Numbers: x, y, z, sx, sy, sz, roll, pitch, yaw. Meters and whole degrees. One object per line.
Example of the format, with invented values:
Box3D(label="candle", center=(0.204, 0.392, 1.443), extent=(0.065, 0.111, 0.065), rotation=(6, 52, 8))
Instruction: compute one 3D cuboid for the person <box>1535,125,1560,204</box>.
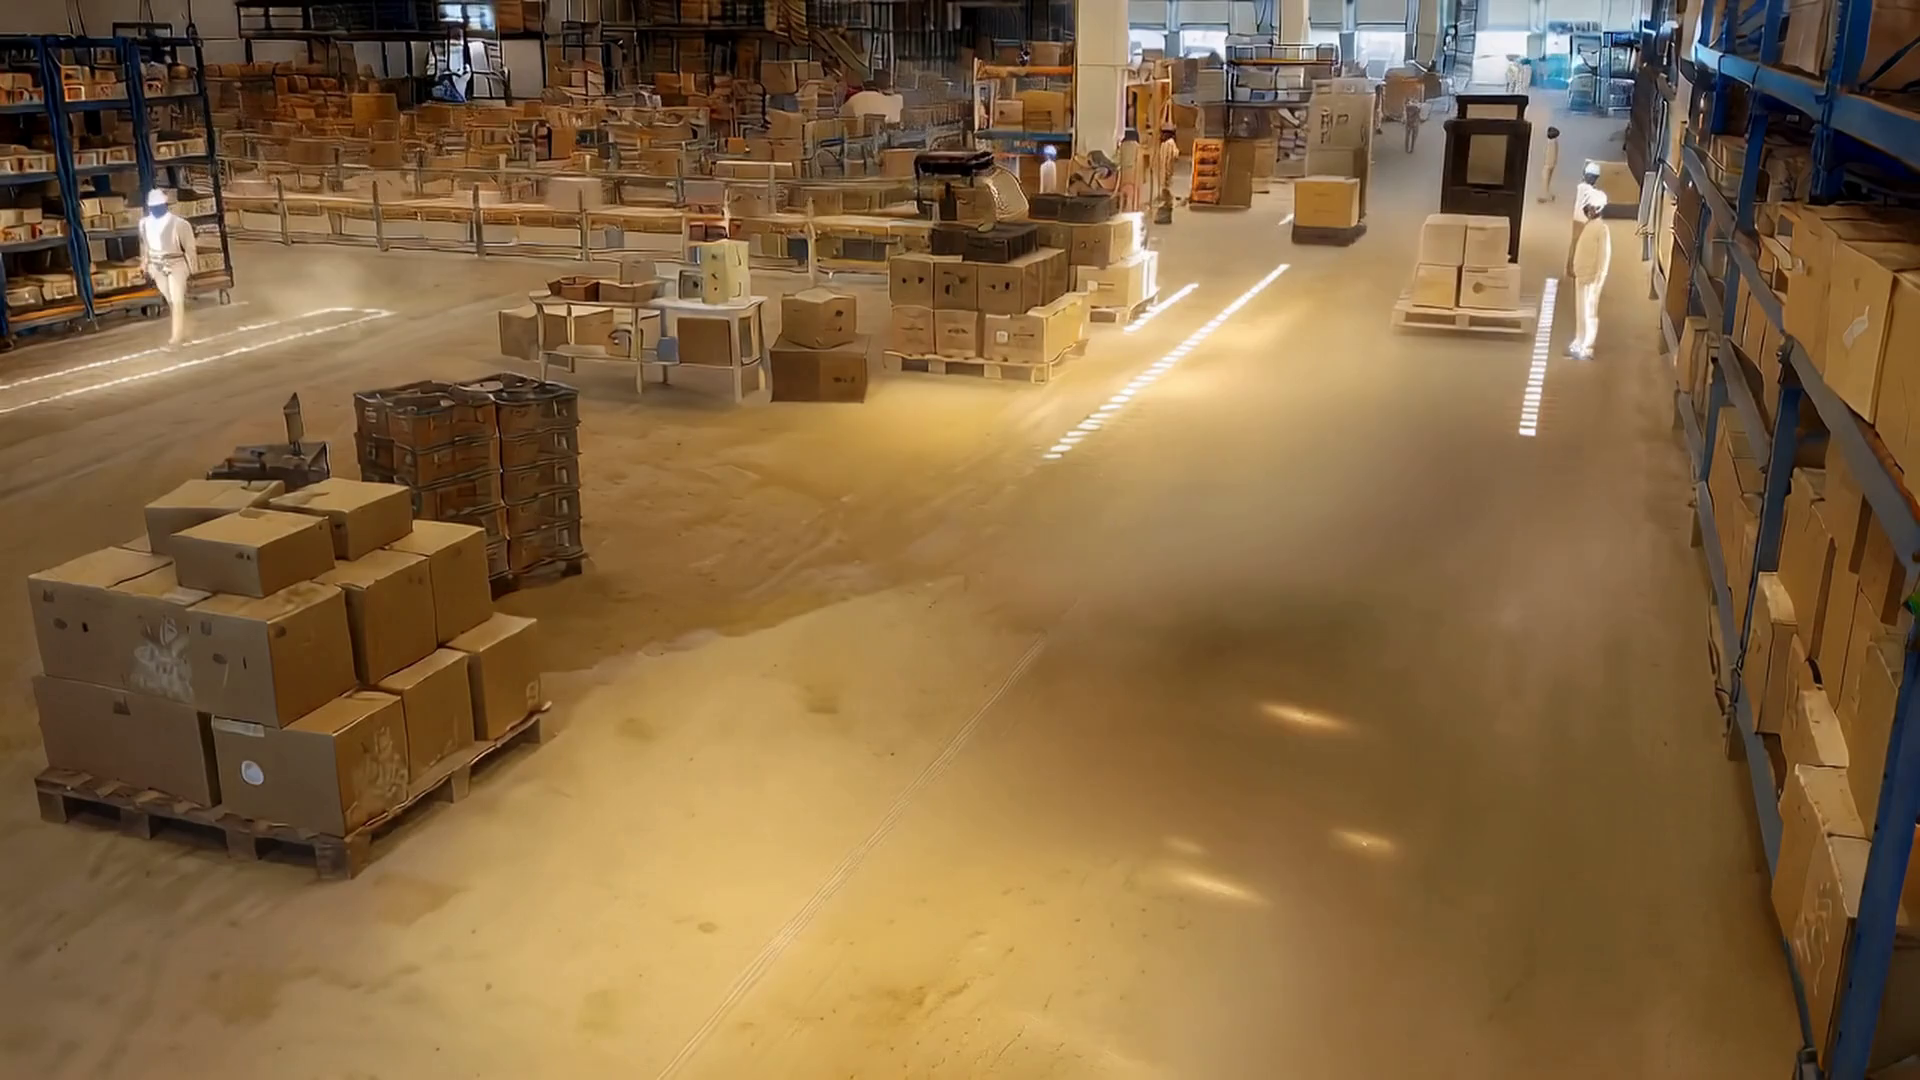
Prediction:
Box3D(label="person", center=(12.385, -7.878, 34.947), extent=(0.451, 1.626, 0.517), rotation=(1, 18, 4))

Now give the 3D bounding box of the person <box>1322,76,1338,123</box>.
Box3D(label="person", center=(12.977, -15.492, 58.714), extent=(0.920, 1.717, 0.525), rotation=(8, 19, 23))

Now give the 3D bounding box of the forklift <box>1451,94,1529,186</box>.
Box3D(label="forklift", center=(7.255, -4.744, 23.062), extent=(1.129, 2.768, 1.873), rotation=(6, 19, 18))

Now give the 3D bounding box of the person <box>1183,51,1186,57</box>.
Box3D(label="person", center=(12.512, -25.984, 91.534), extent=(0.646, 1.816, 0.523), rotation=(-15, 23, -39))

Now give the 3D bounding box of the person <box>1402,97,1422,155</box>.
Box3D(label="person", center=(12.708, -11.627, 46.749), extent=(0.534, 1.600, 0.756), rotation=(2, 18, 7))

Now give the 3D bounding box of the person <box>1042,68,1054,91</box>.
Box3D(label="person", center=(3.412, -16.950, 63.020), extent=(0.735, 1.892, 0.619), rotation=(10, 20, 28))

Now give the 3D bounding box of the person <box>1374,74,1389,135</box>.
Box3D(label="person", center=(13.829, -14.270, 54.524), extent=(0.354, 1.939, 0.544), rotation=(10, 20, 28))

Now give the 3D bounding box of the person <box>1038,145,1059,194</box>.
Box3D(label="person", center=(1.467, -5.953, 28.726), extent=(0.857, 1.732, 0.533), rotation=(16, 24, 41))

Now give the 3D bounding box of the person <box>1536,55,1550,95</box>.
Box3D(label="person", center=(28.130, -22.399, 80.159), extent=(0.598, 1.891, 0.949), rotation=(-5, 18, -15))

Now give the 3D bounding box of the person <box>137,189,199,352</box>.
Box3D(label="person", center=(-9.492, -3.222, 19.873), extent=(0.639, 1.892, 1.018), rotation=(-1, 18, -2))

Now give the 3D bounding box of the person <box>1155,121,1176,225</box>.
Box3D(label="person", center=(3.901, -6.972, 31.592), extent=(0.356, 1.937, 0.552), rotation=(5, 18, 14))

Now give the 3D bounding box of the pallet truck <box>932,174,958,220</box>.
Box3D(label="pallet truck", center=(-0.507, -5.292, 27.348), extent=(0.653, 1.274, 1.630), rotation=(6, 19, 19))

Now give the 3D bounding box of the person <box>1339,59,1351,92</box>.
Box3D(label="person", center=(17.667, -21.105, 76.166), extent=(0.951, 1.834, 0.520), rotation=(5, 18, 16))

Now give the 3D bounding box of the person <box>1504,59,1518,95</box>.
Box3D(label="person", center=(24.583, -20.501, 74.189), extent=(0.584, 1.881, 0.337), rotation=(-2, 18, -7))

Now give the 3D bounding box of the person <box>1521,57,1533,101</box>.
Box3D(label="person", center=(25.603, -20.790, 75.028), extent=(0.410, 1.932, 0.640), rotation=(-4, 18, -14))

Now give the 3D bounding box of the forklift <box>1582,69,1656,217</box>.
Box3D(label="forklift", center=(13.219, -7.740, 32.475), extent=(1.873, 2.768, 1.129), rotation=(6, 19, 18))

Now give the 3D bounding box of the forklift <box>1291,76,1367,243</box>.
Box3D(label="forklift", center=(6.598, -6.755, 29.381), extent=(1.129, 2.768, 1.873), rotation=(6, 19, 19))

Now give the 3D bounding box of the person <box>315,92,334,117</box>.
Box3D(label="person", center=(-19.507, -13.219, 51.348), extent=(0.674, 1.851, 0.980), rotation=(9, 20, 27))

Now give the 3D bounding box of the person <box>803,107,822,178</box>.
Box3D(label="person", center=(-3.366, -8.927, 37.910), extent=(0.403, 1.827, 0.600), rotation=(6, 19, 19))

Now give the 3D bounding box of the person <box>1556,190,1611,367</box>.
Box3D(label="person", center=(7.155, -2.977, 18.945), extent=(0.376, 1.995, 0.609), rotation=(-1, 18, -2))

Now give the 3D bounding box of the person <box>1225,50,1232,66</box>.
Box3D(label="person", center=(14.686, -25.887, 90.929), extent=(0.388, 1.993, 0.623), rotation=(4, 18, 12))

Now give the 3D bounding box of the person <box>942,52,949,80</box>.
Box3D(label="person", center=(-0.845, -26.423, 93.065), extent=(0.849, 1.701, 0.512), rotation=(-15, 23, -39))

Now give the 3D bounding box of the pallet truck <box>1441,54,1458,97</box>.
Box3D(label="pallet truck", center=(22.765, -21.886, 78.355), extent=(0.823, 1.965, 1.885), rotation=(-4, 18, -14))

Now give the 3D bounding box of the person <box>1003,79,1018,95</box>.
Box3D(label="person", center=(1.844, -15.810, 59.418), extent=(0.843, 1.908, 0.458), rotation=(-6, 19, -19))

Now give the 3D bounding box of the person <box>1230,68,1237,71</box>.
Box3D(label="person", center=(10.046, -16.487, 61.518), extent=(0.856, 1.914, 0.692), rotation=(0, 18, 0))

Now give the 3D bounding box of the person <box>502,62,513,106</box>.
Box3D(label="person", center=(-19.422, -19.526, 71.187), extent=(0.345, 1.847, 0.508), rotation=(10, 20, 28))

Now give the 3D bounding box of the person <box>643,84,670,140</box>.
Box3D(label="person", center=(-8.477, -11.739, 46.514), extent=(0.695, 1.986, 0.897), rotation=(-1, 18, -3))

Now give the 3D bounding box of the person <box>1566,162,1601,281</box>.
Box3D(label="person", center=(9.373, -4.774, 24.976), extent=(0.327, 1.761, 0.522), rotation=(0, 18, 1))
